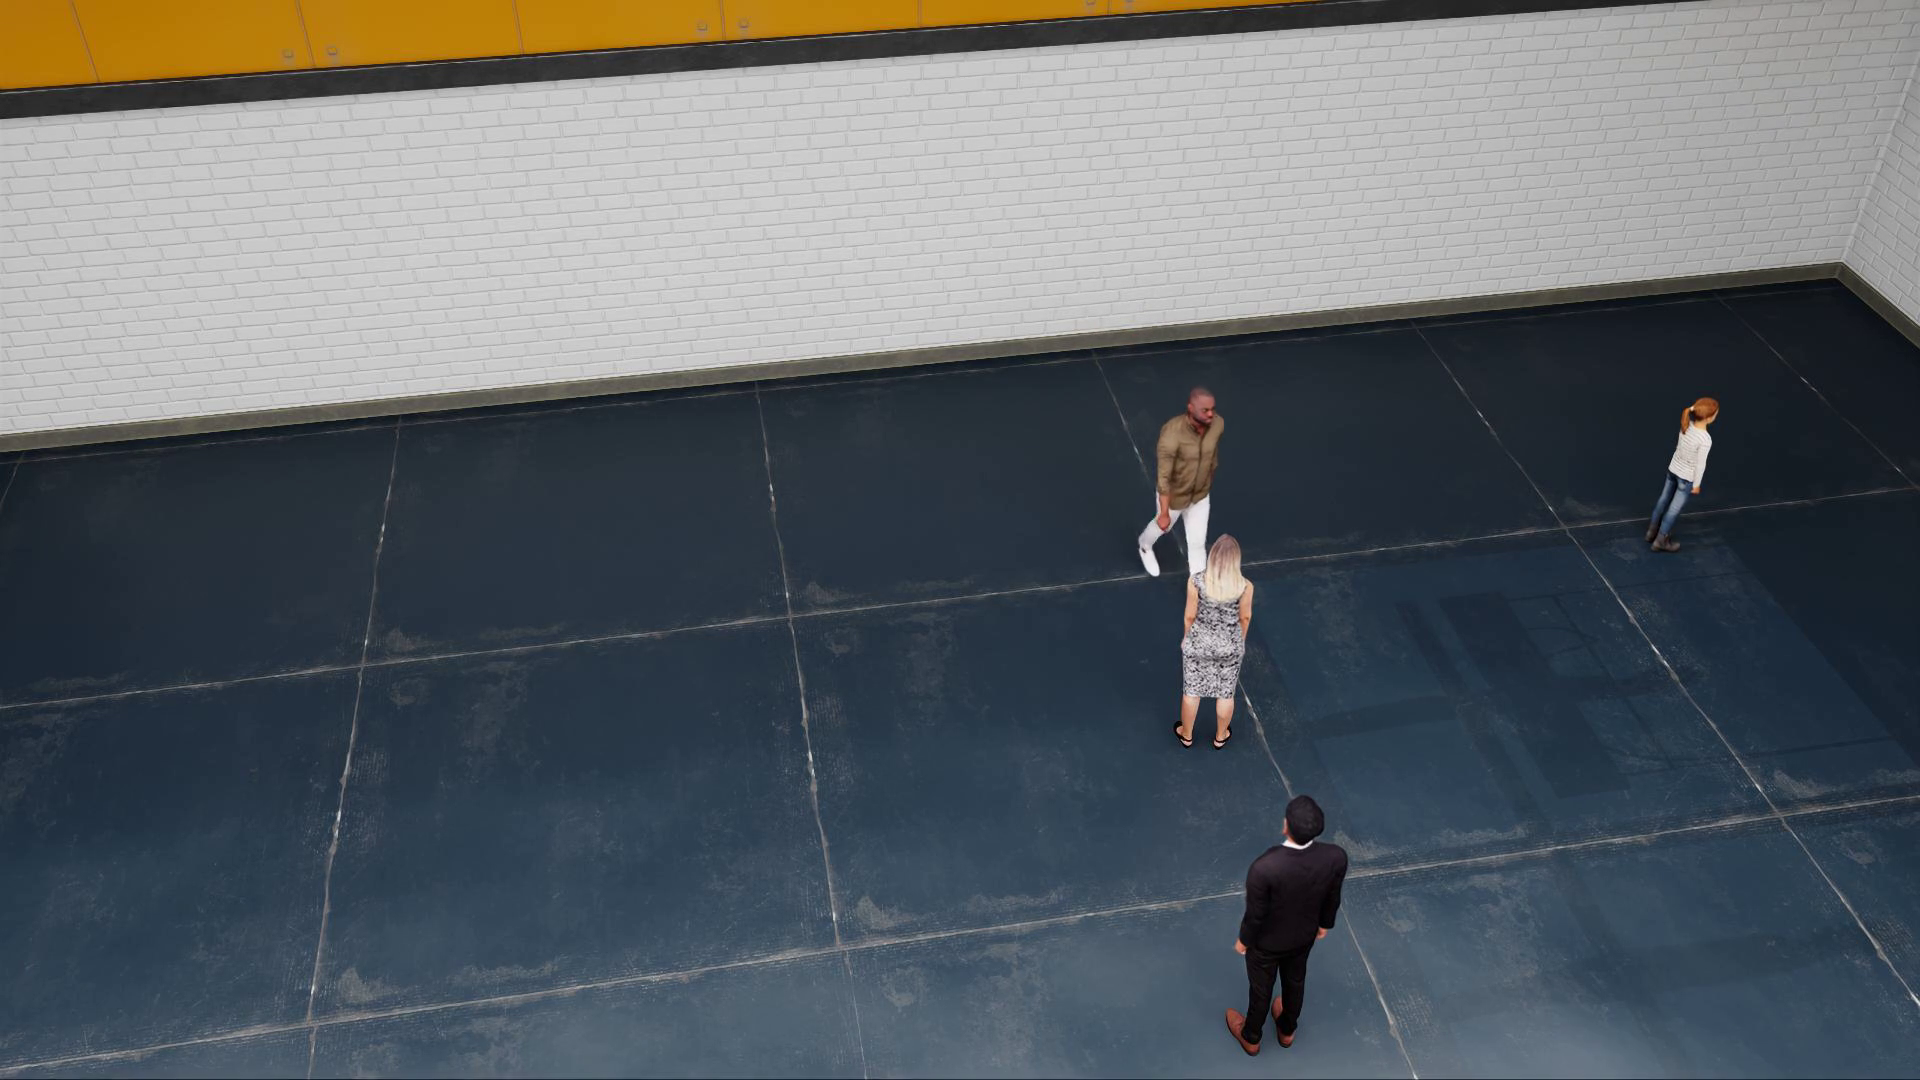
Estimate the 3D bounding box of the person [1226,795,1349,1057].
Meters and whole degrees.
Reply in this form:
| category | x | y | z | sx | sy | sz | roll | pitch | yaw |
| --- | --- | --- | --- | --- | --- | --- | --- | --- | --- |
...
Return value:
| category | x | y | z | sx | sy | sz | roll | pitch | yaw |
| --- | --- | --- | --- | --- | --- | --- | --- | --- | --- |
| person | 1.692 | 2.031 | 8.685 | 0.714 | 1.884 | 0.577 | -10 | 40 | -12 |

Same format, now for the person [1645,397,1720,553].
| category | x | y | z | sx | sy | sz | roll | pitch | yaw |
| --- | --- | --- | --- | --- | --- | --- | --- | --- | --- |
| person | 5.334 | -0.485 | 12.292 | 0.528 | 1.314 | 0.437 | -8 | 39 | -9 |

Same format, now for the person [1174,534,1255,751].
| category | x | y | z | sx | sy | sz | roll | pitch | yaw |
| --- | --- | --- | --- | --- | --- | --- | --- | --- | --- |
| person | 1.604 | 0.671 | 10.530 | 0.620 | 1.706 | 0.594 | 5 | 39 | 6 |

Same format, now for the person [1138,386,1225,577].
| category | x | y | z | sx | sy | sz | roll | pitch | yaw |
| --- | --- | --- | --- | --- | --- | --- | --- | --- | --- |
| person | 1.527 | -0.356 | 11.756 | 0.924 | 1.780 | 1.267 | -15 | 41 | -18 |
